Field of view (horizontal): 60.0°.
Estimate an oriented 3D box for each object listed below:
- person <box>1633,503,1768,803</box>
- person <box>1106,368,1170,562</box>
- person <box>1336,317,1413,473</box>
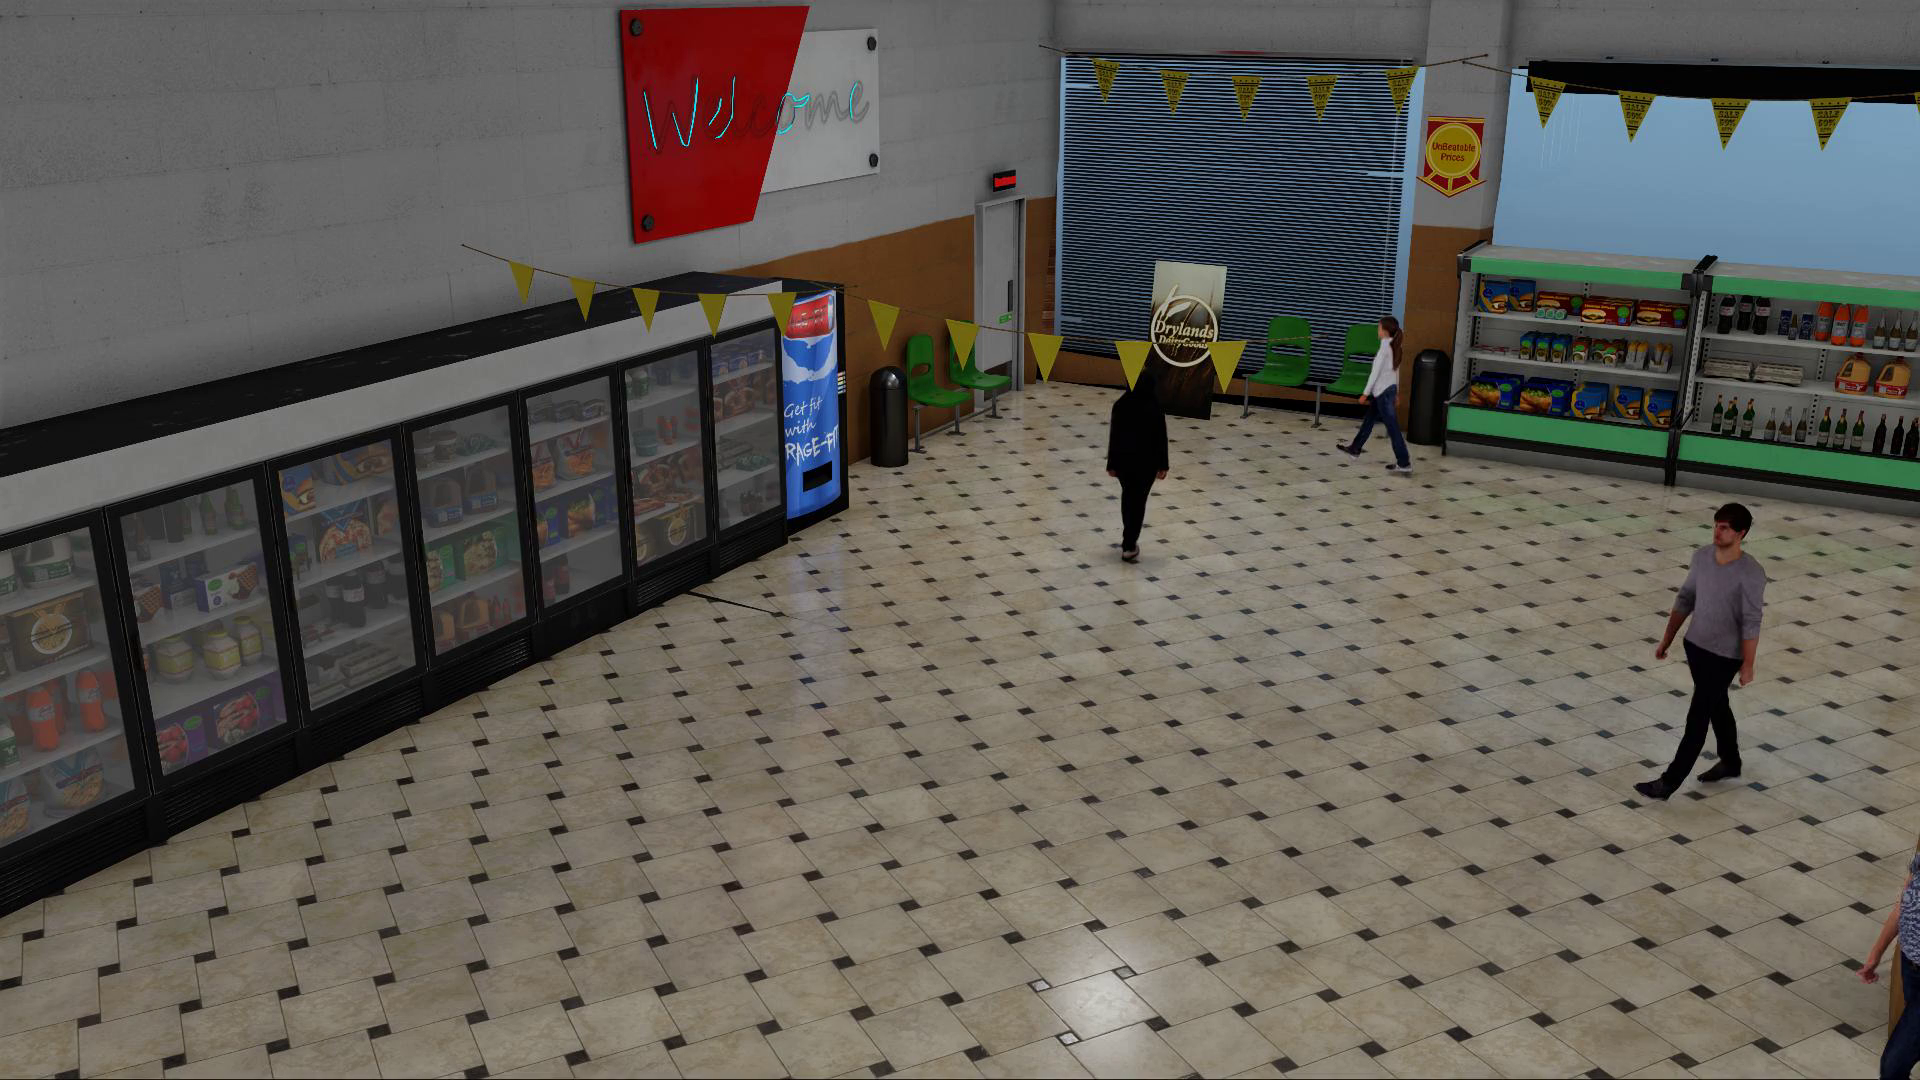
[{"bbox_3d":[4.526,0.660,9.792,1.186,1.806,1.119,-4,19,-12],"label":"person"},{"bbox_3d":[1.434,-0.607,13.881,0.700,1.595,0.740,9,21,25],"label":"person"},{"bbox_3d":[4.243,-1.389,16.335,1.087,1.508,0.571,13,22,33],"label":"person"}]
